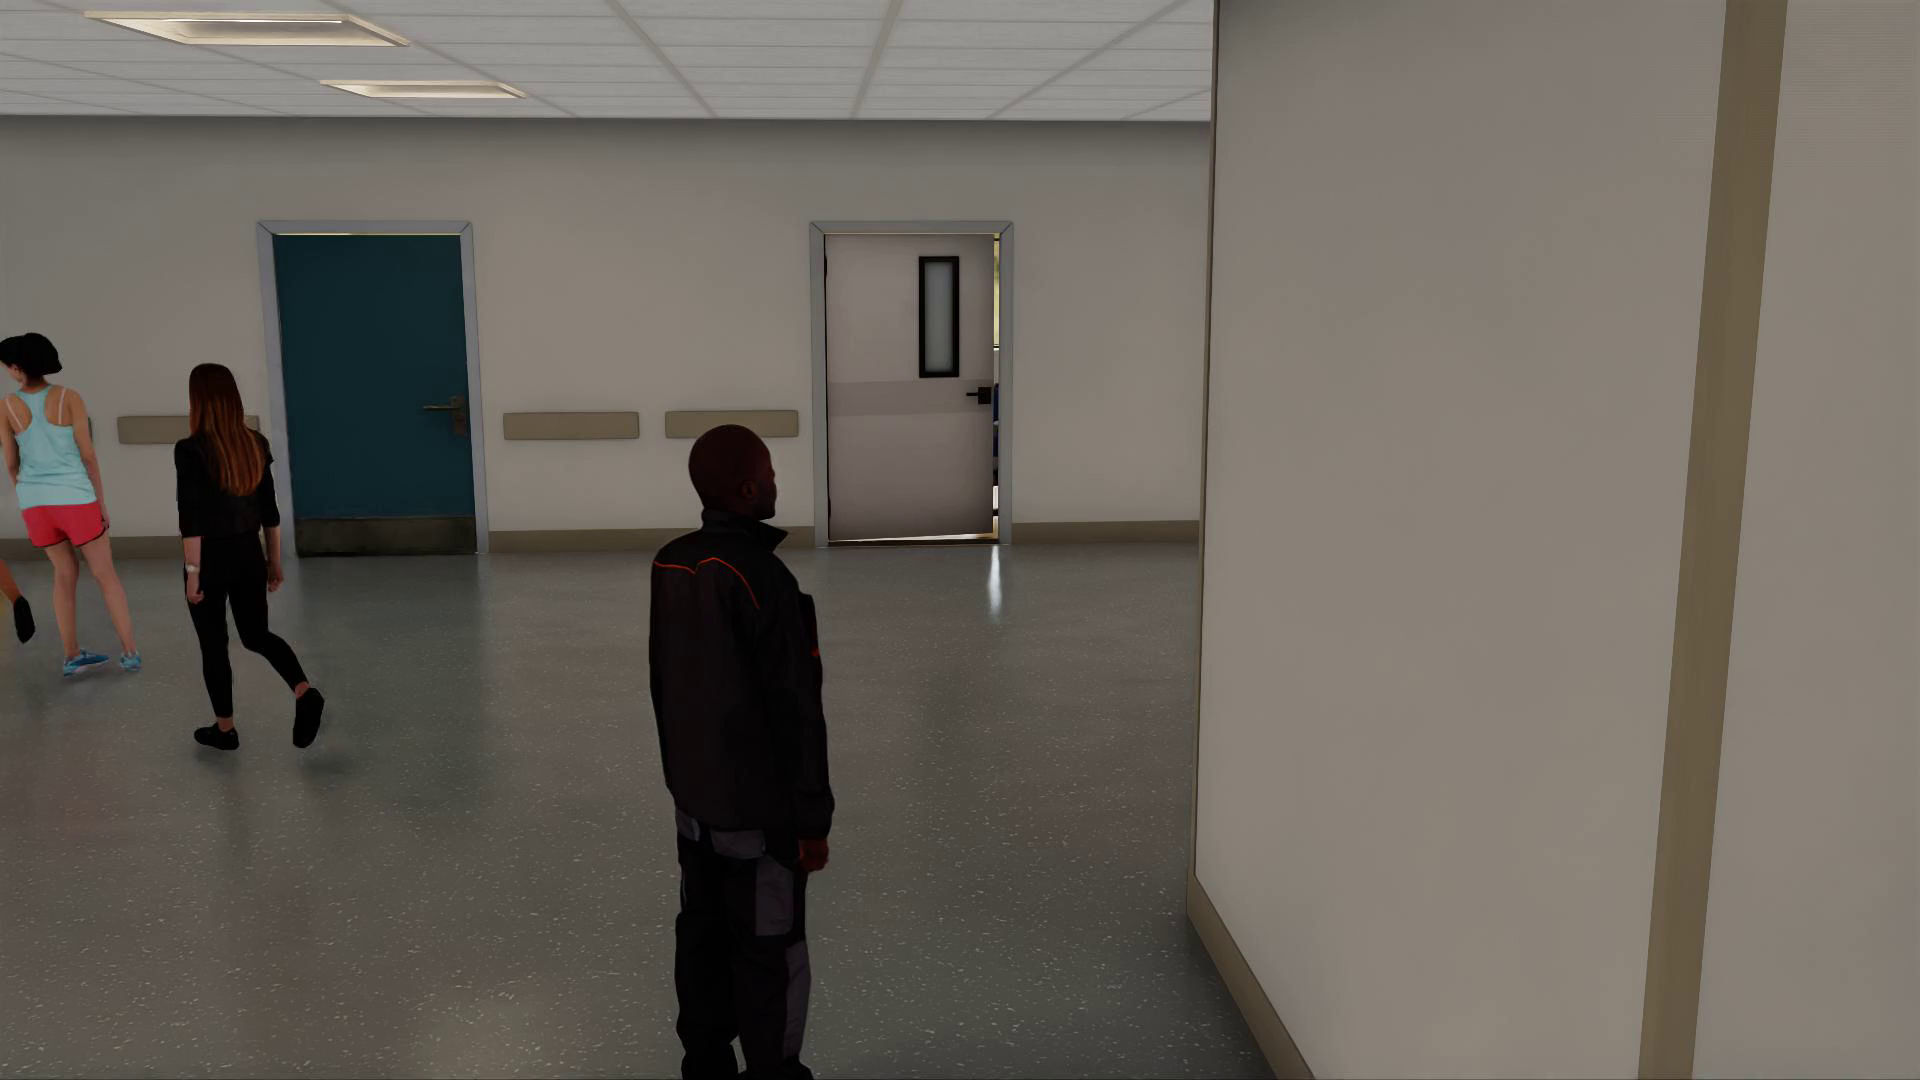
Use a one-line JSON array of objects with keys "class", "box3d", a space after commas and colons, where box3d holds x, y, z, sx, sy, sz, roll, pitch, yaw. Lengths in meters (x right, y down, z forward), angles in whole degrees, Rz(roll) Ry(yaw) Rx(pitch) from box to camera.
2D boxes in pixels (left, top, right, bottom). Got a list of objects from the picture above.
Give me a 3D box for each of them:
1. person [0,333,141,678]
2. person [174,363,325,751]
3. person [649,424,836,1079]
[{"class": "person", "box3d": [-4.527, -0.131, 8.256, 0.556, 1.738, 0.776, 0, 11, 2]}, {"class": "person", "box3d": [-3.068, 0.110, 7.105, 1.077, 1.694, 0.953, 6, 13, 31]}, {"class": "person", "box3d": [-0.551, 0.617, 4.080, 0.782, 1.826, 0.830, 10, 15, 42]}]
